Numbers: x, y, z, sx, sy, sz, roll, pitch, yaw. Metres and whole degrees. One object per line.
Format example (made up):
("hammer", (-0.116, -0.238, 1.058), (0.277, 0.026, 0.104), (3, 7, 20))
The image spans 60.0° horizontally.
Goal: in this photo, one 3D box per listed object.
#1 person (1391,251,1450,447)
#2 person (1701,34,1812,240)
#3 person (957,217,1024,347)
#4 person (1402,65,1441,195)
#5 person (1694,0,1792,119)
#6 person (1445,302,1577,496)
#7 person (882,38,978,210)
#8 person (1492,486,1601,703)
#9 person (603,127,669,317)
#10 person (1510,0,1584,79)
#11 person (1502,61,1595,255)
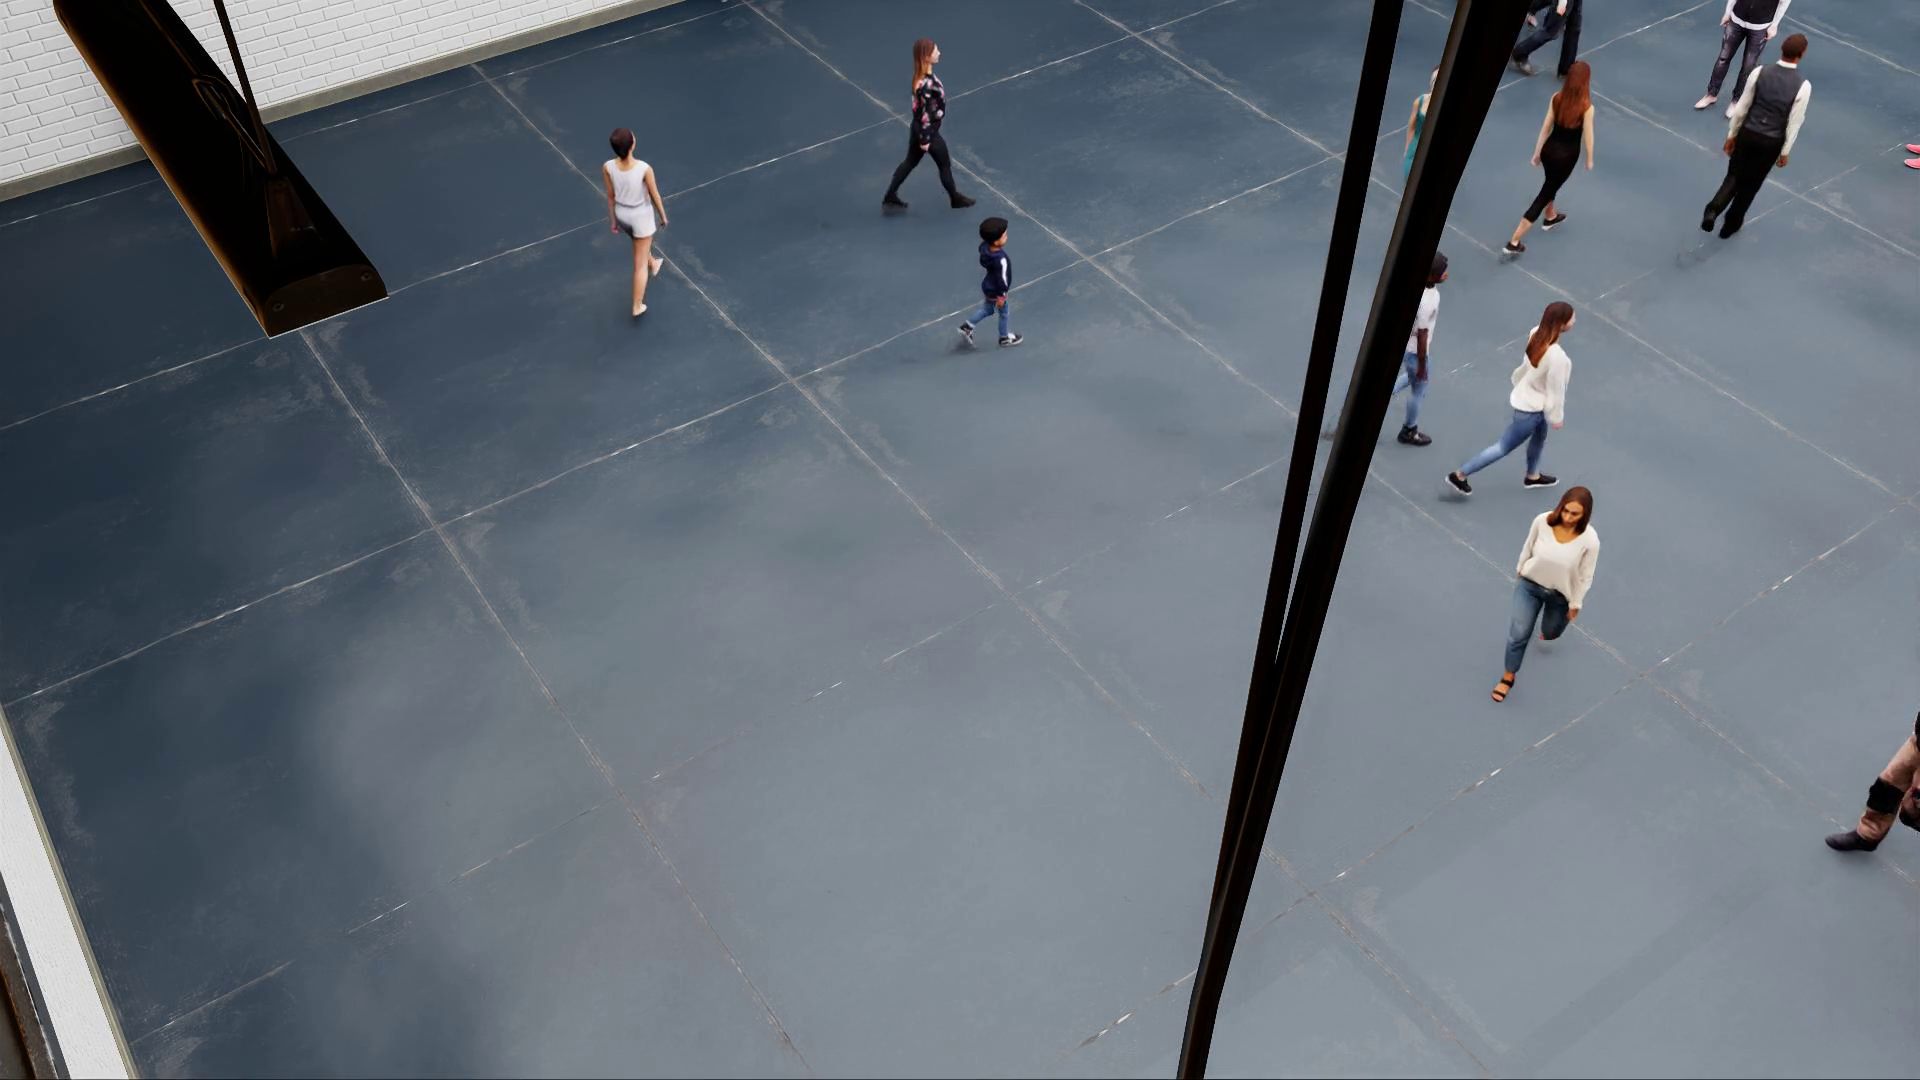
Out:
("person", (3.289, -1.408, 12.209), (0.947, 1.709, 0.879), (2, 44, 2))
("person", (6.753, -3.359, 14.115), (0.778, 1.905, 0.919), (34, 53, 31))
("person", (0.235, -2.026, 13.219), (0.833, 1.209, 0.663), (-11, 45, -12))
("person", (4.005, -3.295, 14.216), (0.776, 1.672, 0.938), (21, 47, 20))
("person", (7.525, -4.923, 15.816), (0.748, 1.823, 0.688), (30, 51, 28))
("person", (3.957, -0.933, 11.748), (1.182, 1.656, 1.024), (0, 44, 0))
("person", (-0.377, -3.570, 14.526), (1.173, 1.643, 0.910), (-7, 44, -7))
("person", (3.744, 0.275, 10.478), (0.815, 1.659, 1.061), (28, 50, 26))
("person", (-2.661, -2.563, 13.527), (1.040, 1.562, 1.119), (8, 44, 8))
("person", (5.896, -5.387, 16.320), (0.984, 1.800, 1.055), (23, 48, 22))
("person", (5.008, -3.186, 14.094), (1.141, 1.683, 0.572), (-26, 49, -24))
